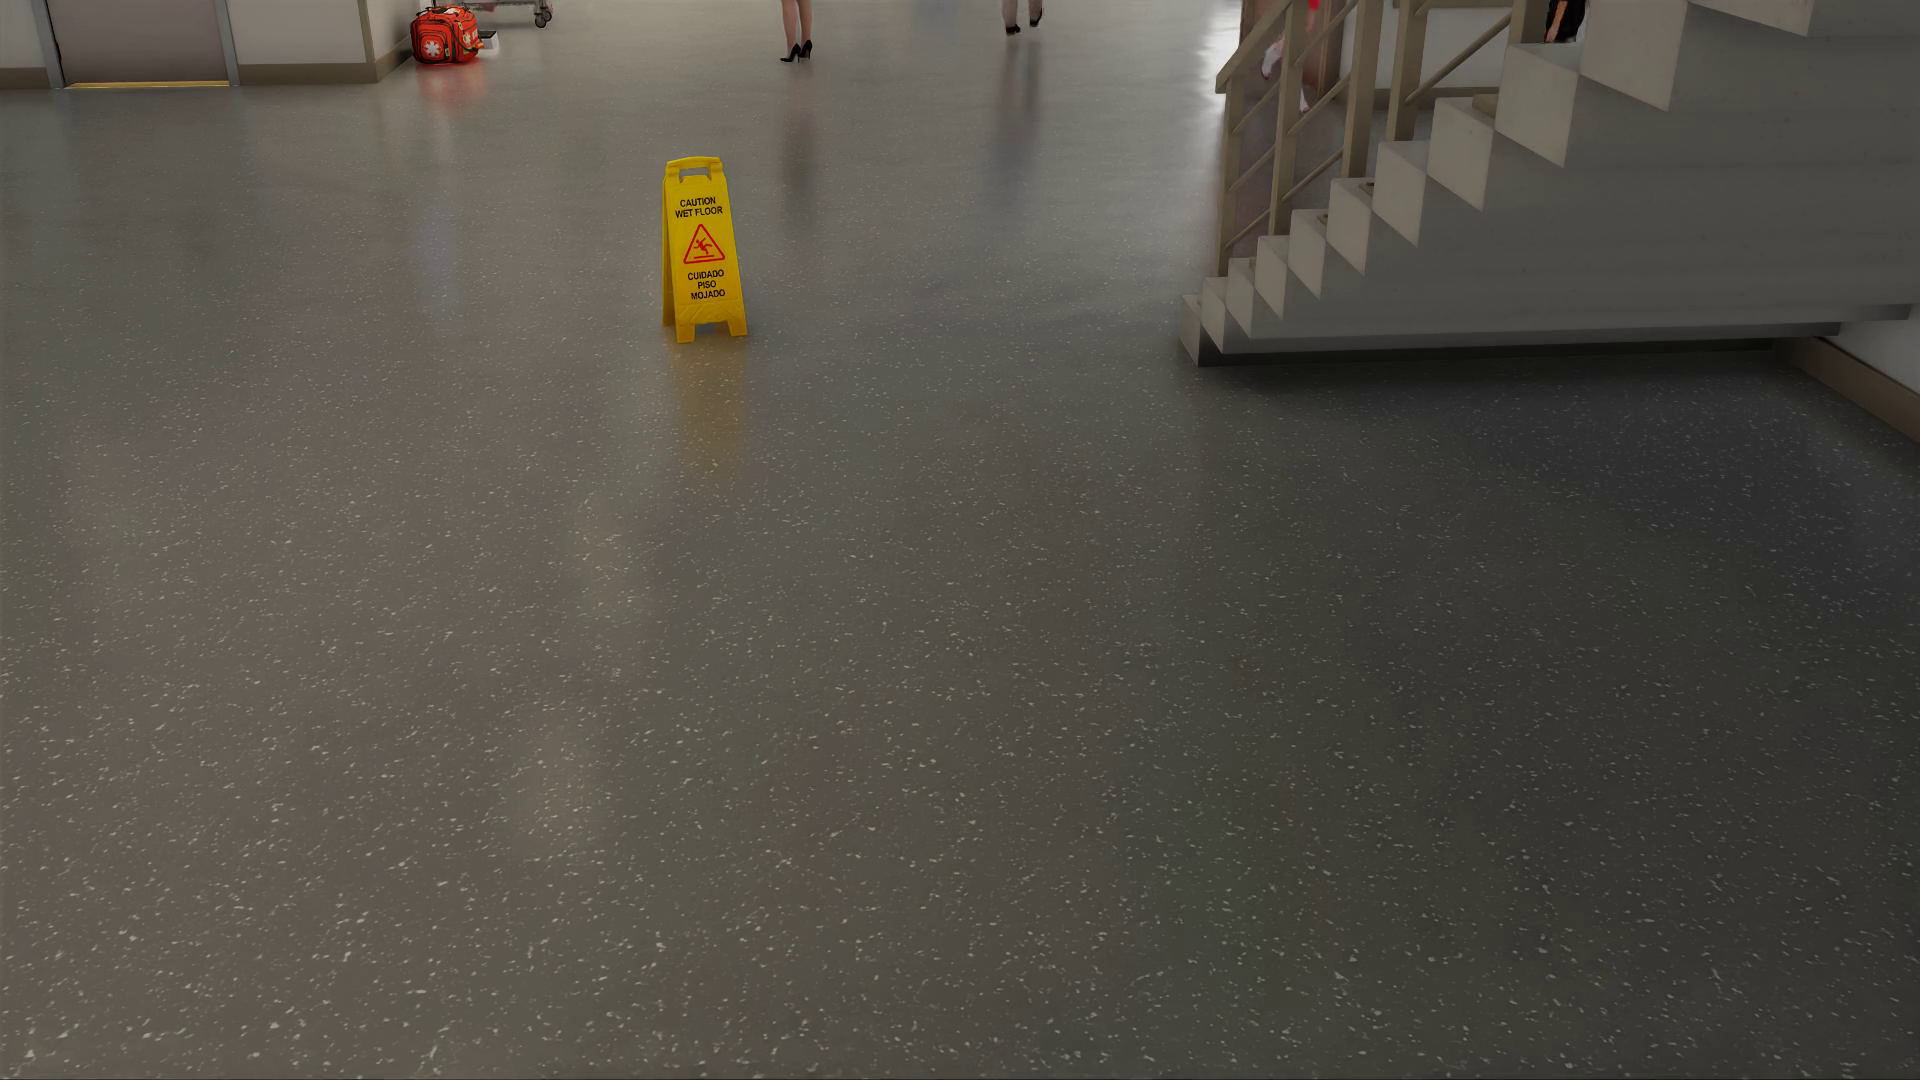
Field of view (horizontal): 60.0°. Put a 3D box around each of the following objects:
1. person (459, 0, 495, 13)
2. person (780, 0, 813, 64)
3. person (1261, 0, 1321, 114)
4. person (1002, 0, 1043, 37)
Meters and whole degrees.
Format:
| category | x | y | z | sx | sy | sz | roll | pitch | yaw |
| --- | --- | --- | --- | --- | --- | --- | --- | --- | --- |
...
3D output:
| category | x | y | z | sx | sy | sz | roll | pitch | yaw |
| --- | --- | --- | --- | --- | --- | --- | --- | --- | --- |
| person | -4.676 | -5.959 | 15.947 | 0.812 | 1.747 | 0.816 | 6 | 26 | 12 |
| person | -1.383 | -4.795 | 13.589 | 0.744 | 1.697 | 0.665 | 16 | 30 | 30 |
| person | 2.372 | -3.979 | 11.774 | 0.807 | 1.805 | 1.152 | -10 | 28 | -20 |
| person | 0.509 | -5.302 | 14.527 | 0.932 | 1.796 | 1.276 | 6 | 26 | 13 |
